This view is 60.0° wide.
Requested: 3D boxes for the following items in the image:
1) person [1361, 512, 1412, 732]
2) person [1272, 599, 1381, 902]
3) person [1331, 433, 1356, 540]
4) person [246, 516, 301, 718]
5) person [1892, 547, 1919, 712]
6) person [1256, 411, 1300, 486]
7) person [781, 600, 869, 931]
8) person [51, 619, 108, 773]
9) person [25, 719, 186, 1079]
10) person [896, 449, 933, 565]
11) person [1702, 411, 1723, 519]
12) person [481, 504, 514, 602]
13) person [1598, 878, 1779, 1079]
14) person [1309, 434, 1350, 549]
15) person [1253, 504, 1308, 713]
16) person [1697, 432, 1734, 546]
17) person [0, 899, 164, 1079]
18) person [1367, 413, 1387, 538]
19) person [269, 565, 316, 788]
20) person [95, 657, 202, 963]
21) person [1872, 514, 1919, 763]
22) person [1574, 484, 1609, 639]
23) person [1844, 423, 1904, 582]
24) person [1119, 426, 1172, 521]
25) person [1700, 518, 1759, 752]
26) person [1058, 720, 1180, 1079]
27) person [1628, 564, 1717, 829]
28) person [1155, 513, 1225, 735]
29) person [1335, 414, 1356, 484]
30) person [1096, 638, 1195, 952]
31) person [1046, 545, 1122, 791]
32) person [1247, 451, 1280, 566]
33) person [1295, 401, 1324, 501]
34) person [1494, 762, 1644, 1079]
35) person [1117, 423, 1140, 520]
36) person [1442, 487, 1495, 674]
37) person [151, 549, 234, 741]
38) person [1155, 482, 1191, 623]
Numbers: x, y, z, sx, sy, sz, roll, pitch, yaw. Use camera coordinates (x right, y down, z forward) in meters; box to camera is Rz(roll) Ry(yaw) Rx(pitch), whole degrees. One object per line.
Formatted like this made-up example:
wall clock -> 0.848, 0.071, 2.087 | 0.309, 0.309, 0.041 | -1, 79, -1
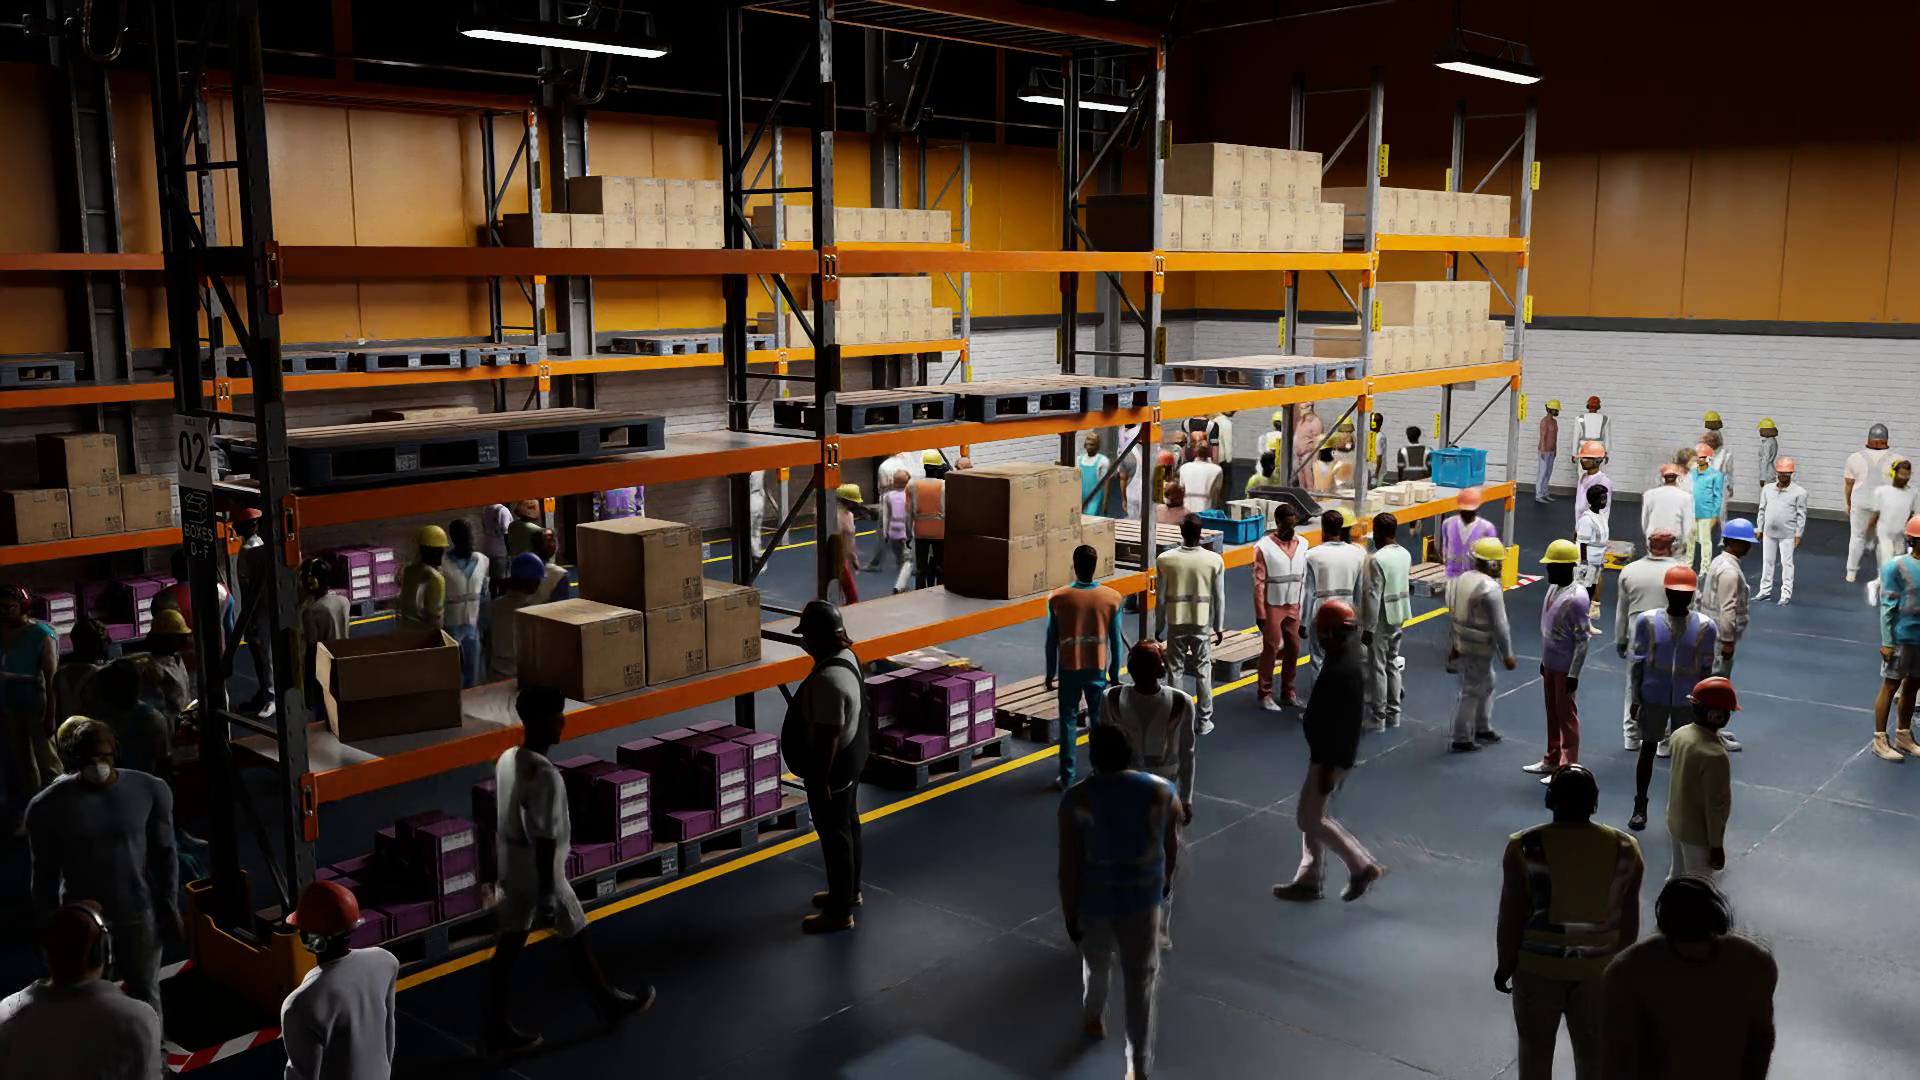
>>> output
person -> 3.704, 0.711, 14.459 | 0.414, 1.906, 0.598 | 8, 12, 39
person -> 2.314, 1.350, 10.469 | 0.584, 1.955, 0.644 | 2, 10, 12
person -> 5.538, -0.731, 23.874 | 0.522, 1.627, 0.343 | -4, 10, -22
person -> -6.106, 0.672, 14.826 | 0.508, 1.860, 0.334 | 0, 10, 0
person -> 8.736, 0.640, 15.084 | 0.384, 1.835, 0.562 | 1, 10, 3
person -> 4.676, -0.944, 24.397 | 0.597, 1.887, 0.738 | 5, 11, 26
person -> -0.832, 1.351, 10.219 | 0.536, 2.000, 0.683 | 1, 10, 5
person -> -5.453, 1.406, 10.500 | 0.504, 1.839, 0.342 | 3, 10, 18
person -> -4.051, 1.787, 7.928 | 0.630, 1.940, 0.367 | -6, 11, -32
person -> -0.591, -0.625, 22.306 | 0.552, 1.942, 0.341 | -1, 10, -4
person -> 11.773, -1.156, 26.109 | 0.316, 1.737, 0.489 | 3, 10, 15
person -> -5.099, 0.148, 18.442 | 0.319, 1.693, 0.532 | -9, 13, -41
person -> 2.672, 2.107, 6.164 | 0.653, 1.885, 0.661 | 1, 10, 7
person -> 4.792, -0.444, 21.510 | 1.046, 1.872, 0.590 | -9, 13, -42
person -> 2.896, 0.608, 15.078 | 0.598, 1.907, 0.402 | -5, 11, -29
person -> 10.868, -0.740, 23.959 | 0.532, 1.633, 0.331 | 8, 13, 40
person -> -3.066, 2.189, 5.833 | 0.659, 1.884, 0.937 | 1, 10, 3
person -> 6.108, -0.946, 24.467 | 0.330, 1.865, 0.518 | 3, 10, 17
person -> -5.159, 1.011, 13.018 | 0.556, 1.784, 0.853 | 1, 10, 5
person -> -4.838, 1.543, 9.850 | 0.509, 1.806, 0.980 | 6, 11, 30
person -> 7.768, 0.791, 13.552 | 0.605, 2.045, 0.378 | -3, 10, -19
person -> 6.812, 0.227, 17.982 | 0.323, 1.688, 0.530 | 8, 12, 40
person -> 11.573, -0.467, 21.072 | 0.684, 2.000, 0.538 | 6, 11, 31
person -> 2.429, -0.545, 21.539 | 0.689, 2.000, 0.539 | 4, 10, 21
person -> 6.409, 0.777, 13.935 | 0.402, 1.944, 0.605 | 3, 10, 18
person -> 0.793, 1.795, 8.372 | 0.619, 1.789, 1.002 | 0, 10, 0
person -> 5.066, 1.126, 11.859 | 0.544, 1.943, 0.347 | 3, 10, 20
person -> 1.971, 0.728, 14.307 | 0.591, 1.916, 0.383 | 1, 10, 8
person -> 5.908, -1.070, 25.602 | 0.321, 1.737, 0.488 | 6, 11, 34
person -> 1.088, 1.496, 9.818 | 0.583, 1.882, 0.337 | 2, 10, 12
person -> 0.957, 0.990, 12.781 | 0.587, 1.910, 0.384 | -2, 10, -9
person -> 3.844, -0.317, 21.240 | 0.548, 1.685, 0.471 | -5, 11, -29
person -> 5.484, -1.286, 26.371 | 0.402, 1.904, 0.652 | -3, 10, -15
person -> 2.721, 1.905, 7.509 | 0.633, 1.841, 0.429 | 0, 10, 2
person -> 2.579, -1.089, 25.156 | 0.388, 1.919, 0.582 | -8, 12, -40
person -> 5.129, 0.352, 16.751 | 0.551, 1.875, 1.018 | 5, 11, 28
person -> -6.011, 0.975, 13.053 | 0.429, 1.846, 0.631 | 9, 13, 43
person -> 2.350, 0.155, 18.574 | 0.498, 1.633, 0.284 | 9, 13, 42
